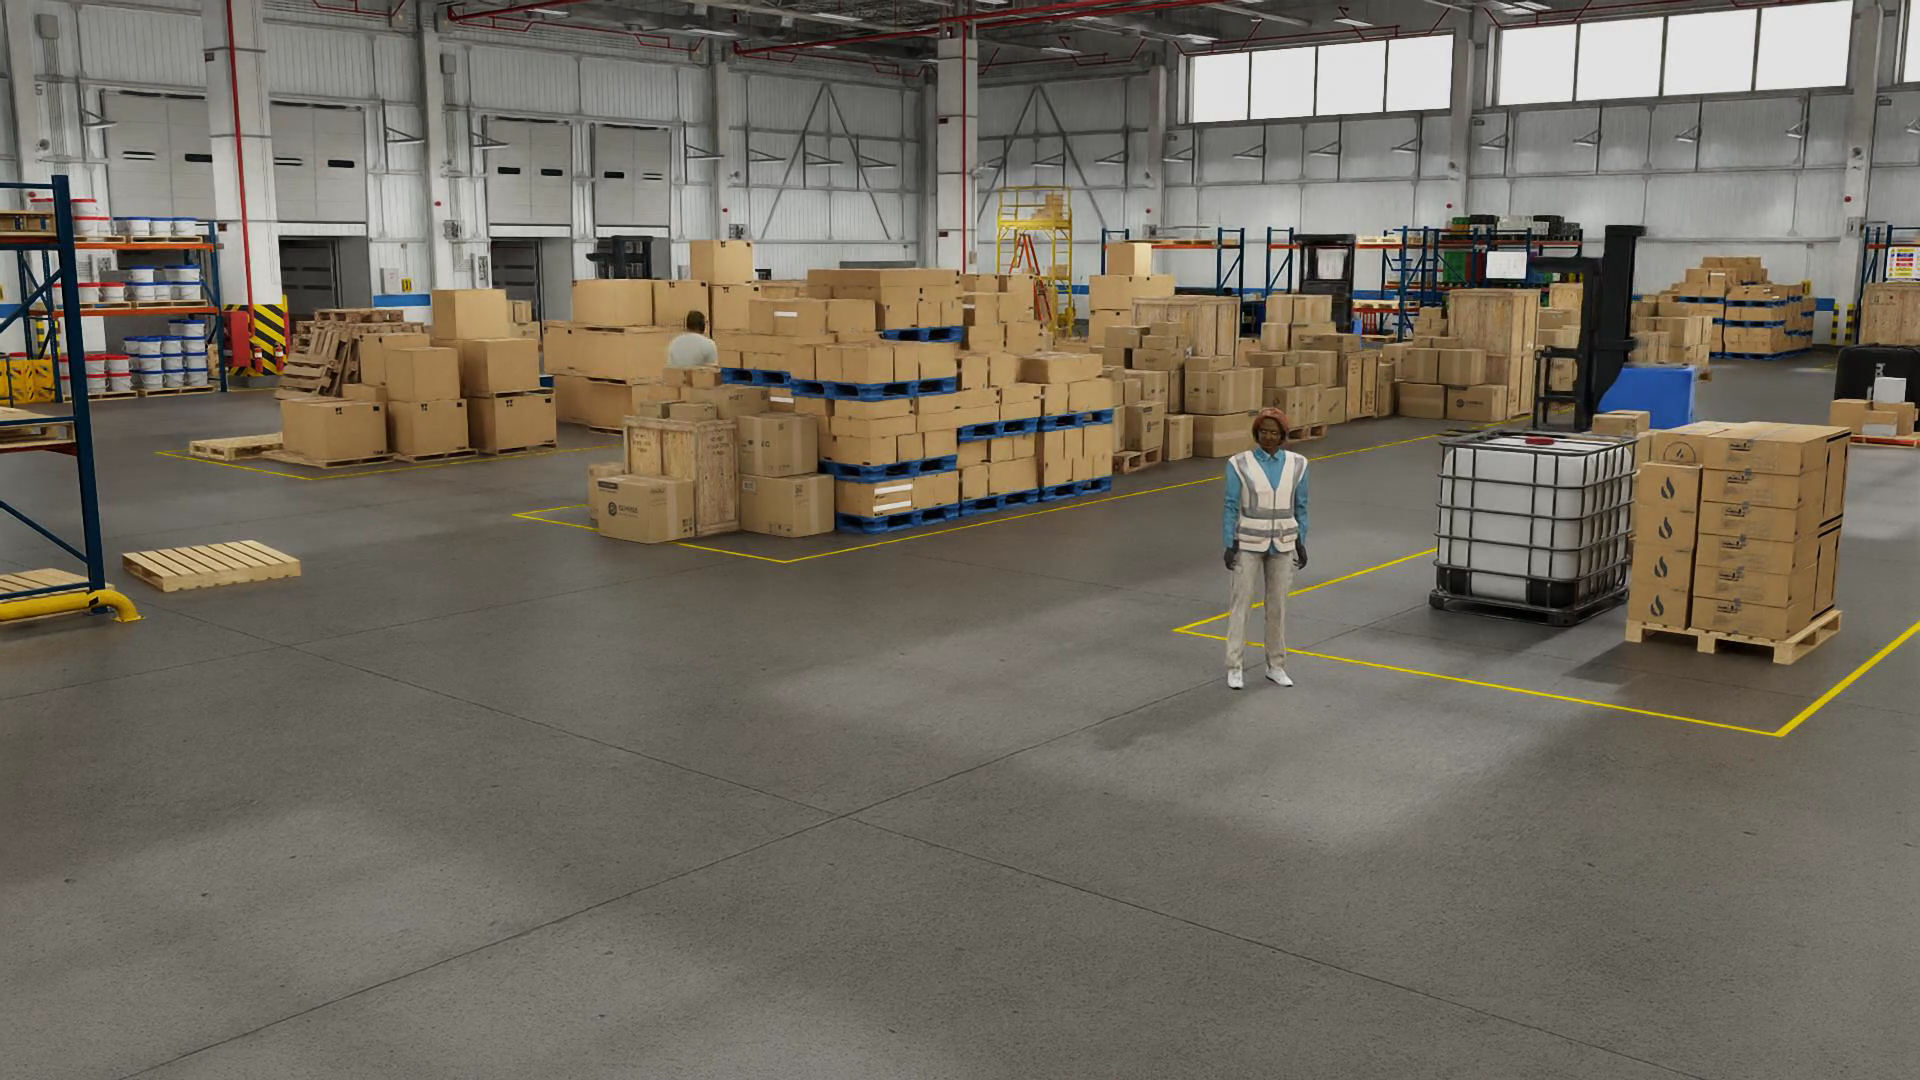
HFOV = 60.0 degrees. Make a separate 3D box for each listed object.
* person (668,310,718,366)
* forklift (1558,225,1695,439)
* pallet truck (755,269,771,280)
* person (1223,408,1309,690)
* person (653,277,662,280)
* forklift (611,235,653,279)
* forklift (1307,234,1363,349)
[{"bbox_3d":[-2.819,-1.524,17.915,0.642,1.888,1.009,7,12,37],"label":"person"},{"bbox_3d":[8.226,-2.540,20.853,1.873,2.768,1.129,5,11,26],"label":"forklift"},{"bbox_3d":[-4.996,-6.432,45.525,1.885,1.965,0.823,-6,12,-32],"label":"pallet truck"},{"bbox_3d":[1.769,0.051,9.641,0.516,1.636,0.314,-2,10,-9],"label":"person"},{"bbox_3d":[-6.518,-4.725,36.013,0.636,1.931,0.377,-5,11,-25],"label":"person"},{"bbox_3d":[-7.324,-5.453,37.442,1.873,2.768,1.129,8,13,40],"label":"forklift"},{"bbox_3d":[7.505,-4.814,33.801,1.129,2.768,1.873,5,11,25],"label":"forklift"}]
